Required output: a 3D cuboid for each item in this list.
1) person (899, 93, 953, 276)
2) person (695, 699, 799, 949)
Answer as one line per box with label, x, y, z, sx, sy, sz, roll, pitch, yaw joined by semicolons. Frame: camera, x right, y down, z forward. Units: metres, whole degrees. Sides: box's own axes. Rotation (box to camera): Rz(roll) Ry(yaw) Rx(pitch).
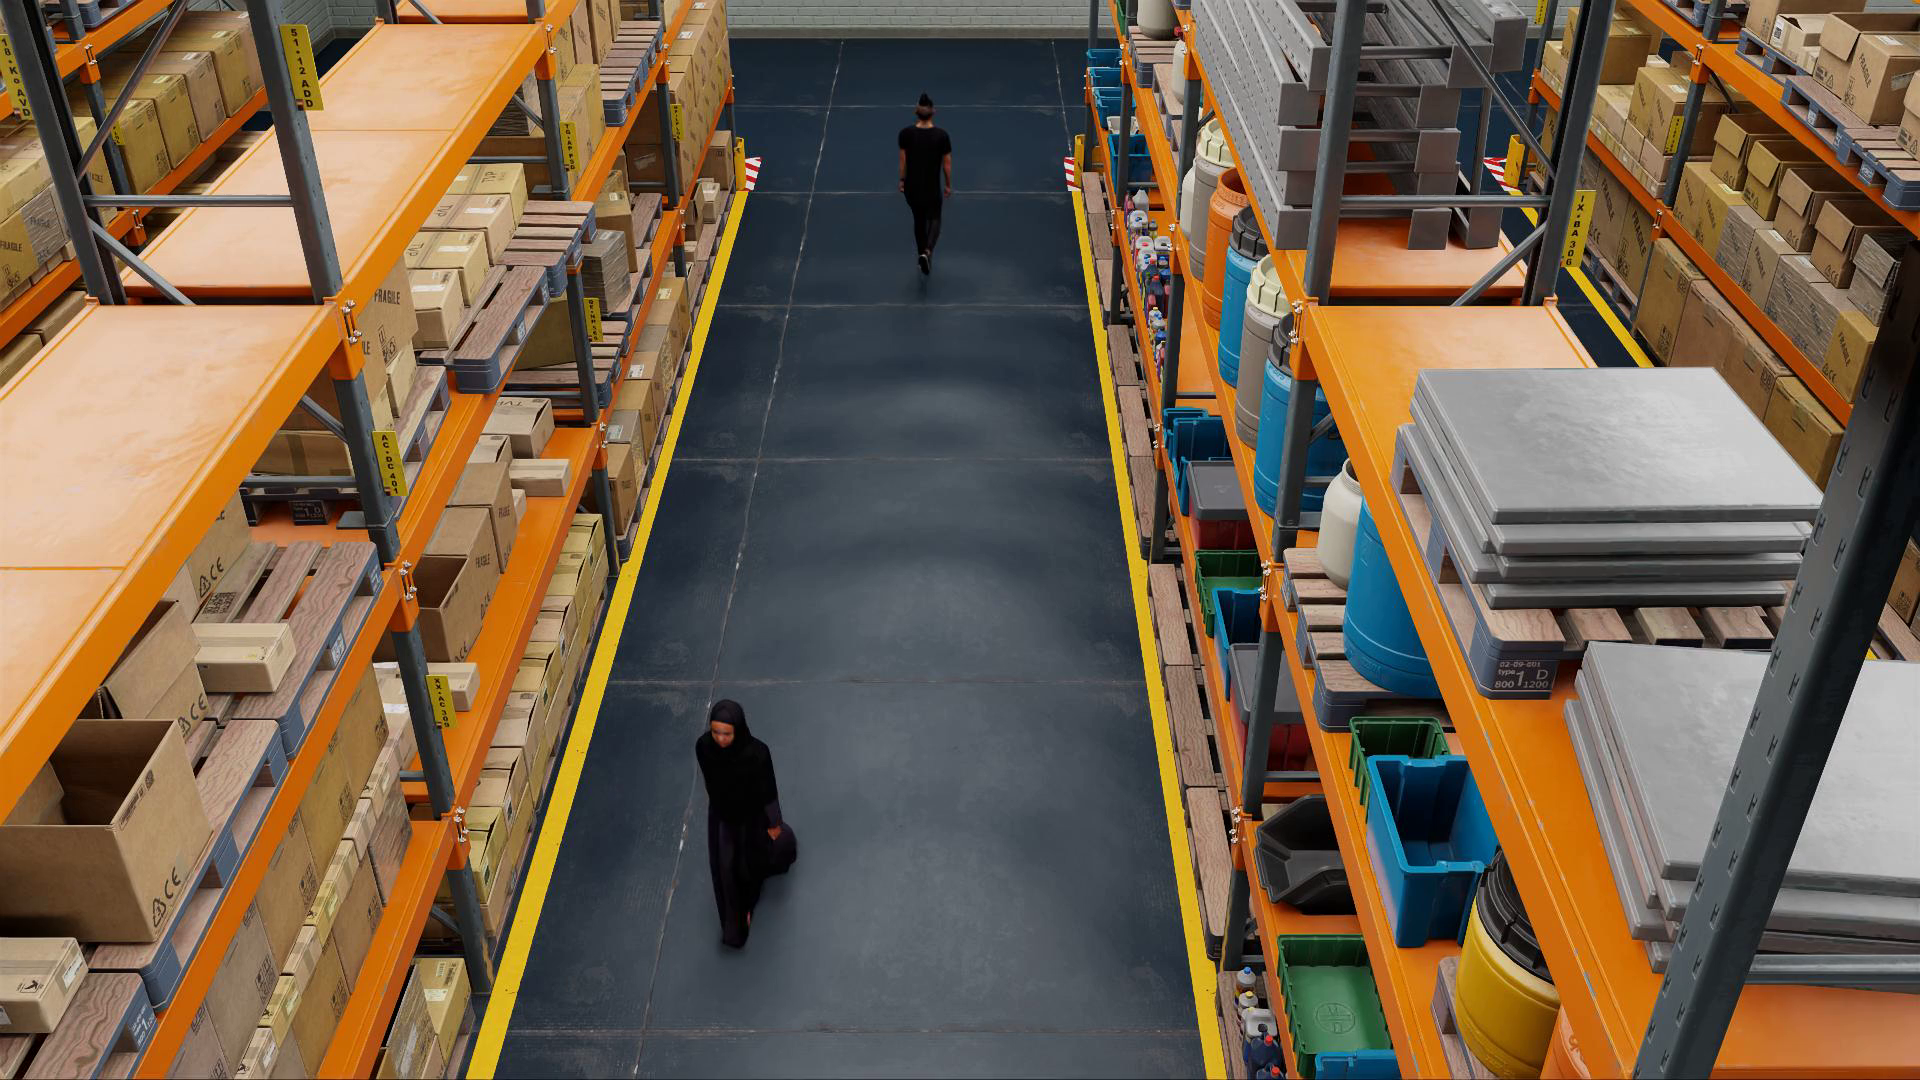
person;-0.362;-3.497;16.471;0.778;1.847;0.999;5;33;7
person;-1.174;1.428;9.143;0.793;1.579;1.099;9;34;13
